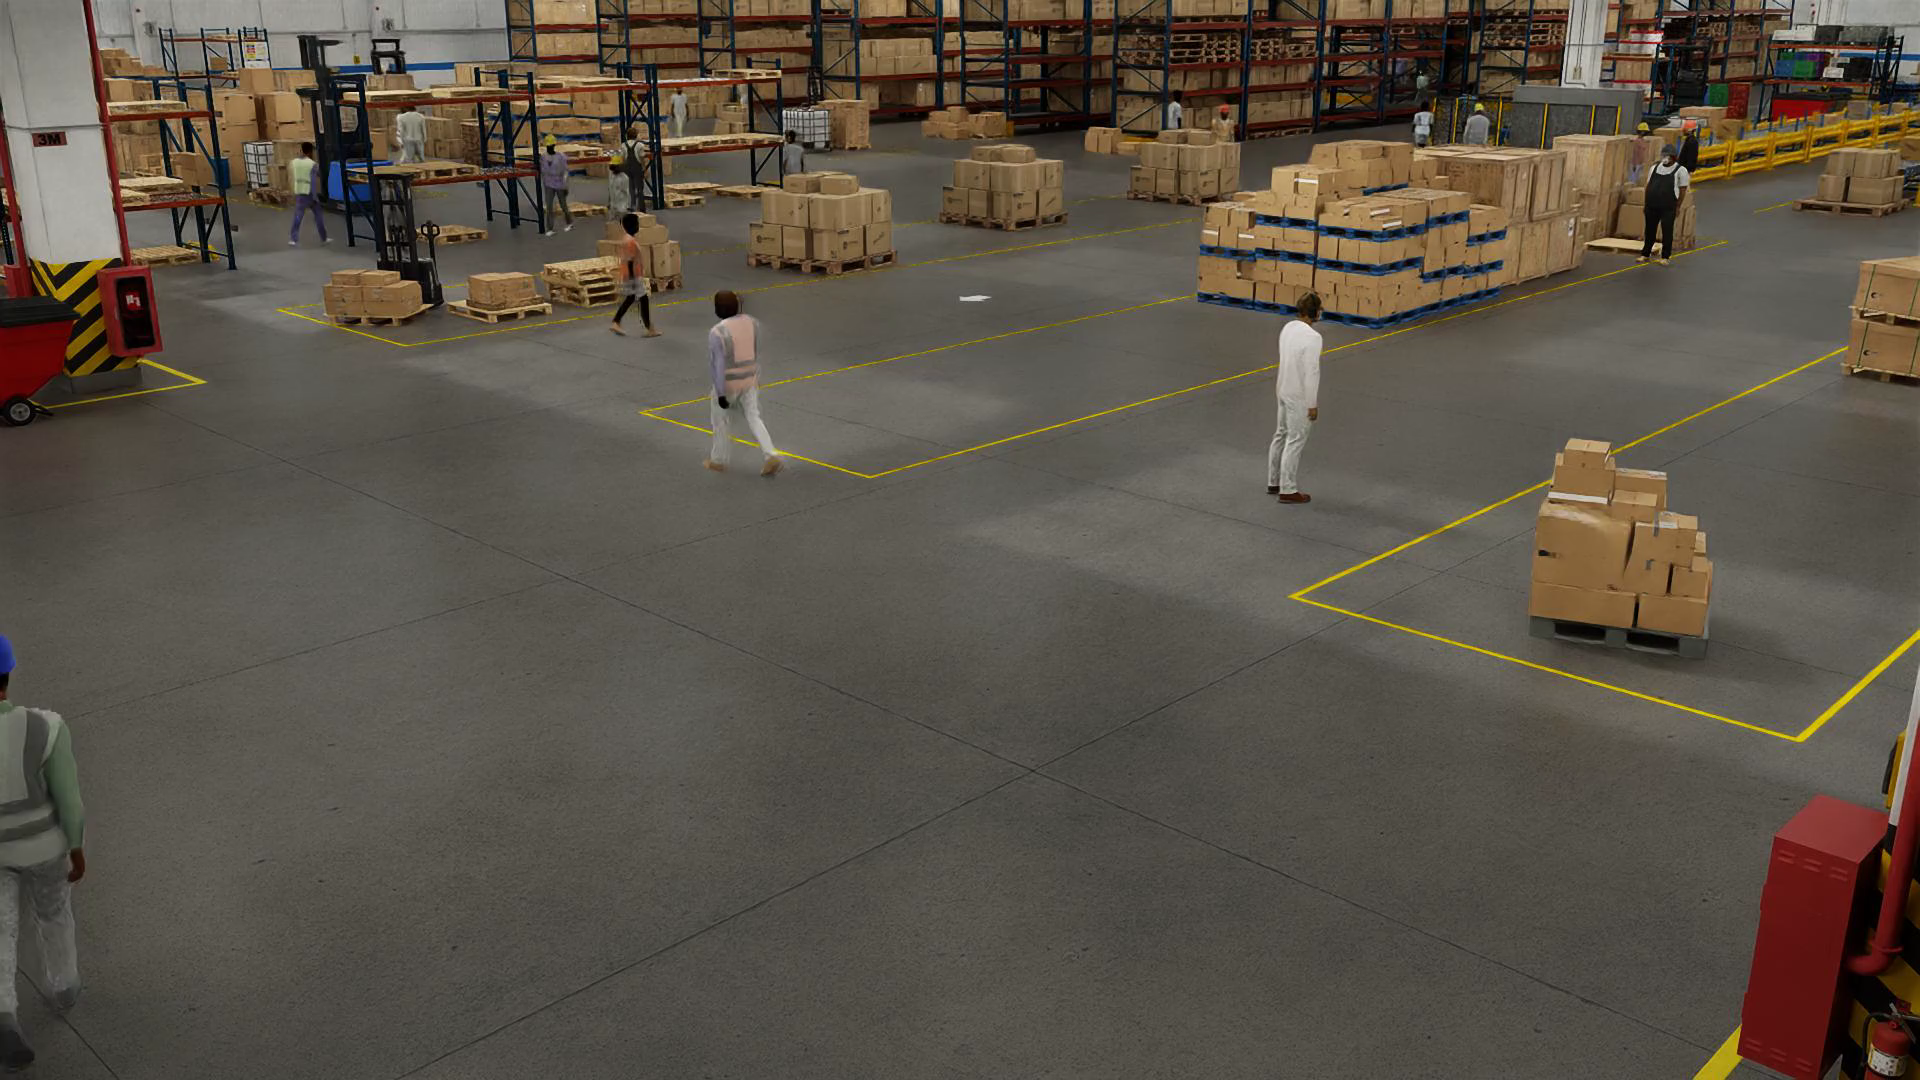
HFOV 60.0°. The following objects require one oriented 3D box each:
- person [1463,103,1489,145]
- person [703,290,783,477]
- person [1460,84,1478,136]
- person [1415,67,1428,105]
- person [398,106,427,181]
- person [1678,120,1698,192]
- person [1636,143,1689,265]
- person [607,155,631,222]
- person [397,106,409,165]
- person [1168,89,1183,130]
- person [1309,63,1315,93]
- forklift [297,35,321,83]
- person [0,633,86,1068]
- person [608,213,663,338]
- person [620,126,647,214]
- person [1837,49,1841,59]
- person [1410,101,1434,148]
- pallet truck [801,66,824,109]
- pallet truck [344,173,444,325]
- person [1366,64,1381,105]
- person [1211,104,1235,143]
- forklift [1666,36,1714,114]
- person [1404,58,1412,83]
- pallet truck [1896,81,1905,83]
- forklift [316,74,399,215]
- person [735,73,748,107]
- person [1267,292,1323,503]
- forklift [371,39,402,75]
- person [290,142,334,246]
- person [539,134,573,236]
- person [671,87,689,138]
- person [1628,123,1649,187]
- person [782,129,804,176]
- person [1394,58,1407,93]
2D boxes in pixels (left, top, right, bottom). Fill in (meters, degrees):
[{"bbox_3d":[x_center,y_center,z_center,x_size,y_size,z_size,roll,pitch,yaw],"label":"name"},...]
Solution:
[{"bbox_3d":[12.886,-9.979,41.521,0.599,1.813,0.668,-4,19,-12],"label":"person"},{"bbox_3d":[-2.114,-1.494,15.965,0.877,1.811,0.626,16,24,39],"label":"person"},{"bbox_3d":[15.908,-13.402,52.023,0.542,1.682,0.629,6,19,17],"label":"person"},{"bbox_3d":[17.949,-17.551,64.639,0.499,1.609,0.738,16,24,40],"label":"person"},{"bbox_3d":[-13.280,-9.685,40.434,0.629,1.940,0.379,-8,20,-23],"label":"person"},{"bbox_3d":[14.750,-7.521,33.825,0.396,1.992,0.622,6,19,17],"label":"person"},{"bbox_3d":[11.939,-5.714,28.308,0.539,2.000,0.689,-17,25,-41],"label":"person"},{"bbox_3d":[-6.030,-5.989,29.613,0.500,1.726,0.482,13,22,34],"label":"person"},{"bbox_3d":[-13.899,-9.990,41.489,0.600,1.855,0.629,1,18,3],"label":"person"},{"bbox_3d":[5.794,-11.106,44.676,0.367,1.965,0.610,-7,19,-19],"label":"person"},{"bbox_3d":[15.926,-21.027,74.818,0.671,1.809,0.604,-16,24,-40],"label":"person"},{"bbox_3d":[-24.827,-17.852,63.566,1.129,2.768,1.873,17,25,41],"label":"forklift"},{"bbox_3d":[-4.146,1.334,7.259,0.611,1.926,0.827,-6,19,-19],"label":"person"},{"bbox_3d":[-4.453,-3.564,22.431,0.708,1.672,0.579,-5,19,-15],"label":"person"},{"bbox_3d":[-6.670,-7.522,34.061,0.517,1.843,0.326,1,18,3],"label":"person"},{"bbox_3d":[41.201,-22.275,78.302,0.414,1.985,0.611,13,23,35],"label":"person"},{"bbox_3d":[12.330,-10.881,44.465,0.547,1.645,0.865,-3,19,-9],"label":"person"},{"bbox_3d":[-4.812,-15.182,56.903,0.823,1.965,1.885,-9,21,-26],"label":"pallet truck"},{"bbox_3d":[-8.209,-4.181,23.757,0.823,1.965,1.885,3,19,9],"label":"pallet truck"},{"bbox_3d":[15.280,-16.598,61.347,0.642,1.880,0.659,-4,19,-11],"label":"person"},{"bbox_3d":[6.267,-9.319,39.363,0.571,1.913,0.780,-5,19,-14],"label":"person"},{"bbox_3d":[27.341,-17.291,61.877,1.129,2.768,1.873,17,25,41],"label":"forklift"},{"bbox_3d":[21.158,-22.195,78.608,0.508,1.629,0.316,-16,24,-39],"label":"person"},{"bbox_3d":[34.802,-16.331,61.455,0.653,1.274,1.630,17,25,41],"label":"pallet truck"},{"bbox_3d":[-12.822,-8.328,34.873,1.873,2.768,1.129,17,25,41],"label":"forklift"},{"bbox_3d":[-7.923,-16.041,60.075,0.657,1.617,0.529,-16,24,-39],"label":"person"},{"bbox_3d":[3.087,-1.306,15.225,0.390,1.927,0.644,-4,19,-13],"label":"person"},{"bbox_3d":[-20.266,-16.362,59.080,1.129,2.768,1.873,-7,20,-20],"label":"forklift"},{"bbox_3d":[-11.974,-6.315,30.397,0.621,1.871,0.938,7,20,20],"label":"person"},{"bbox_3d":[-7.741,-6.827,31.908,0.591,1.899,0.907,3,19,10],"label":"person"},{"bbox_3d":[-8.416,-12.775,49.945,0.529,1.821,0.959,-10,21,-28],"label":"person"},{"bbox_3d":[14.695,-8.140,36.047,0.314,1.769,0.524,13,23,35],"label":"person"},{"bbox_3d":[-3.345,-7.280,33.312,0.527,1.851,0.476,-9,20,-26],"label":"person"},{"bbox_3d":[19.547,-20.831,74.092,0.642,1.906,0.970,17,25,42],"label":"person"}]
